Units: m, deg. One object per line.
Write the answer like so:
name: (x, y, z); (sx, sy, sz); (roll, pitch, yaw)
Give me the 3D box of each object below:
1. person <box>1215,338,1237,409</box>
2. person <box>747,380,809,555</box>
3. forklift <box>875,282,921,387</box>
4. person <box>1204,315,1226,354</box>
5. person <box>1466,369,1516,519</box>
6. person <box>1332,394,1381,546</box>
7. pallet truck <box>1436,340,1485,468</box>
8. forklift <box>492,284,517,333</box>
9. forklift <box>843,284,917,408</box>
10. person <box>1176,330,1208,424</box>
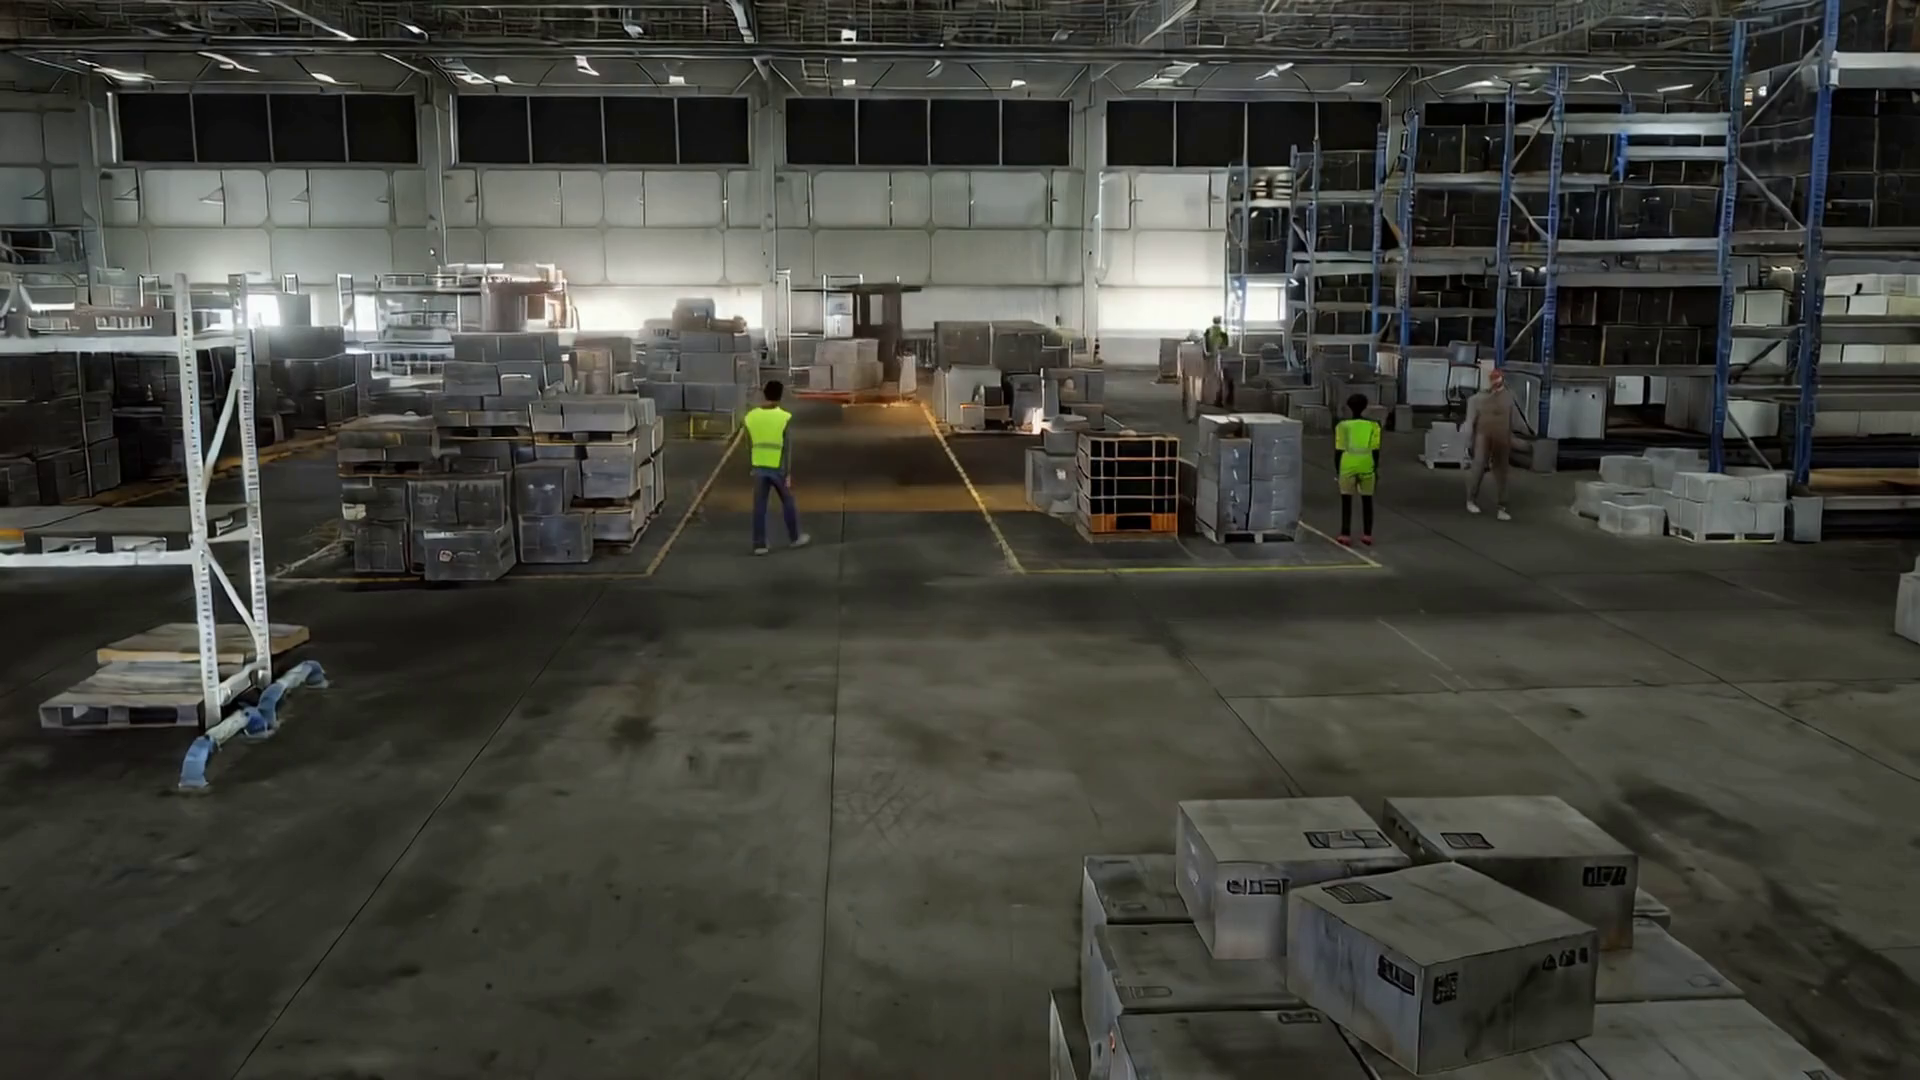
person: (6.115, -3.764, 37.602); (0.745, 1.606, 0.546); (1, 9, 9)
person: (-2.011, -0.809, 18.263); (0.596, 1.881, 0.932); (3, 10, 20)
forklift: (-2.030, -5.547, 44.862); (1.873, 2.768, 1.129); (-1, 9, -4)
person: (6.685, -4.881, 43.446); (0.611, 1.996, 0.378); (5, 10, 30)
person: (6.685, -1.235, 20.989); (0.657, 1.865, 0.976); (-1, 9, -4)
person: (4.433, -0.781, 18.627); (0.540, 1.698, 0.317); (-1, 9, -5)
pallet truck: (8.004, -2.170, 26.422); (0.823, 1.965, 1.885); (2, 9, 14)
forklift: (-9.921, -4.219, 36.520); (1.873, 2.768, 1.129); (-1, 9, -4)
forklift: (-1.820, -4.515, 38.378); (1.129, 2.768, 1.873); (3, 10, 21)
person: (4.733, -3.318, 33.954); (0.655, 1.888, 0.985); (1, 9, 7)
